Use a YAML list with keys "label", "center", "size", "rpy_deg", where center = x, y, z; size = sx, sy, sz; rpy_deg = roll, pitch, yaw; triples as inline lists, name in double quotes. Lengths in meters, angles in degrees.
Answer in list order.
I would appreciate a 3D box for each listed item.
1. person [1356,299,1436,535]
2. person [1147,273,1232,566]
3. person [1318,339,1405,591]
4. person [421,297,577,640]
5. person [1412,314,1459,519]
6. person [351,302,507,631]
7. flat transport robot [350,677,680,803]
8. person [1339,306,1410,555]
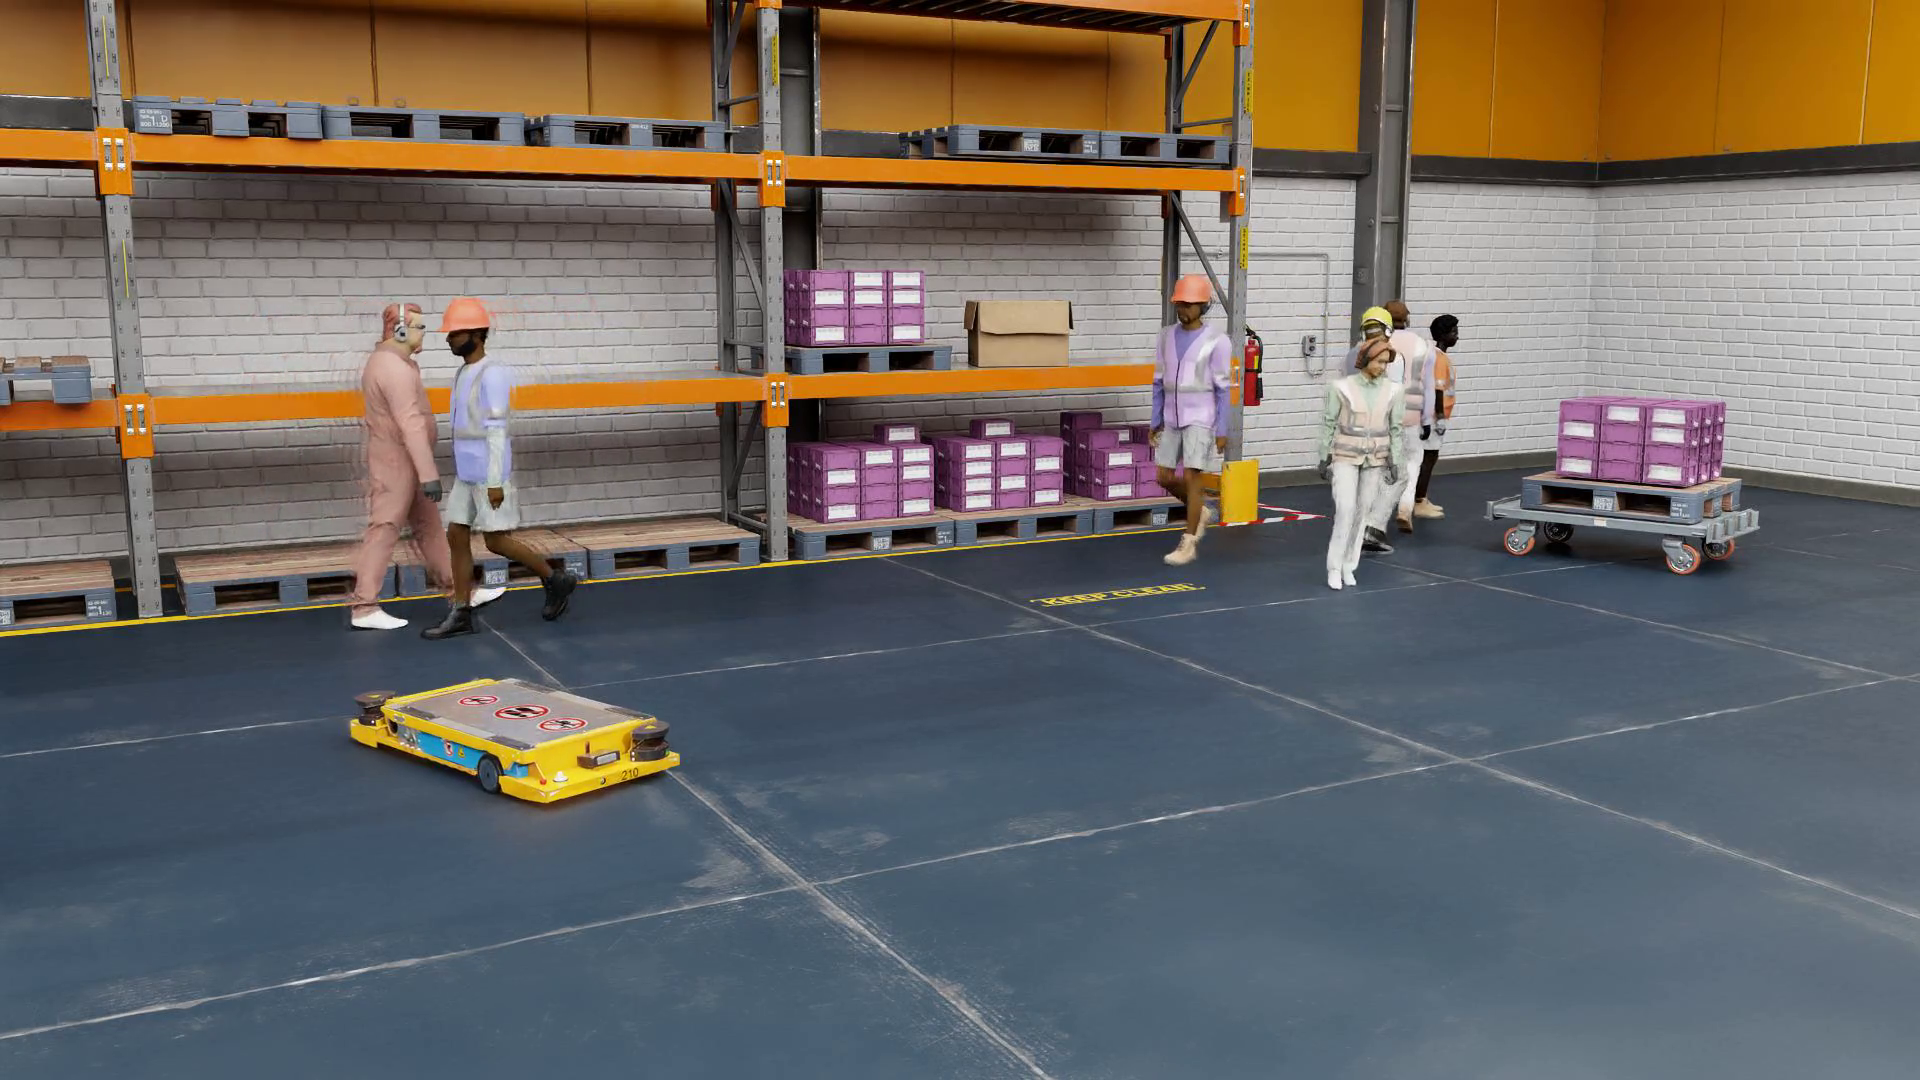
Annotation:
- label: "person"
  center: [3.310, -0.929, 12.776]
  size: [0.641, 1.828, 0.435]
  rpy_deg: [3, 10, 15]
- label: "person"
  center: [1.635, -0.844, 11.659]
  size: [0.633, 2.029, 0.580]
  rpy_deg: [9, 13, 43]
- label: "person"
  center: [2.592, -0.484, 10.701]
  size: [0.529, 1.611, 0.531]
  rpy_deg: [-1, 9, -7]
- label: "person"
  center: [-2.623, -0.404, 9.353]
  size: [0.827, 1.913, 0.552]
  rpy_deg: [-7, 12, -38]
- label: "person"
  center: [3.935, -1.023, 13.796]
  size: [0.324, 1.689, 0.536]
  rpy_deg: [3, 10, 15]
- label: "person"
  center: [-3.085, -0.420, 9.551]
  size: [0.951, 1.859, 0.680]
  rpy_deg: [-4, 10, -23]
- label: "flat transport robot"
  center: [-1.890, 0.801, 6.973]
  size: [1.431, 0.197, 0.652]
  rpy_deg: [8, 12, 40]
- label: "person"
  center: [2.995, -0.773, 11.947]
  size: [0.436, 1.789, 0.636]
  rpy_deg: [-6, 11, -31]
